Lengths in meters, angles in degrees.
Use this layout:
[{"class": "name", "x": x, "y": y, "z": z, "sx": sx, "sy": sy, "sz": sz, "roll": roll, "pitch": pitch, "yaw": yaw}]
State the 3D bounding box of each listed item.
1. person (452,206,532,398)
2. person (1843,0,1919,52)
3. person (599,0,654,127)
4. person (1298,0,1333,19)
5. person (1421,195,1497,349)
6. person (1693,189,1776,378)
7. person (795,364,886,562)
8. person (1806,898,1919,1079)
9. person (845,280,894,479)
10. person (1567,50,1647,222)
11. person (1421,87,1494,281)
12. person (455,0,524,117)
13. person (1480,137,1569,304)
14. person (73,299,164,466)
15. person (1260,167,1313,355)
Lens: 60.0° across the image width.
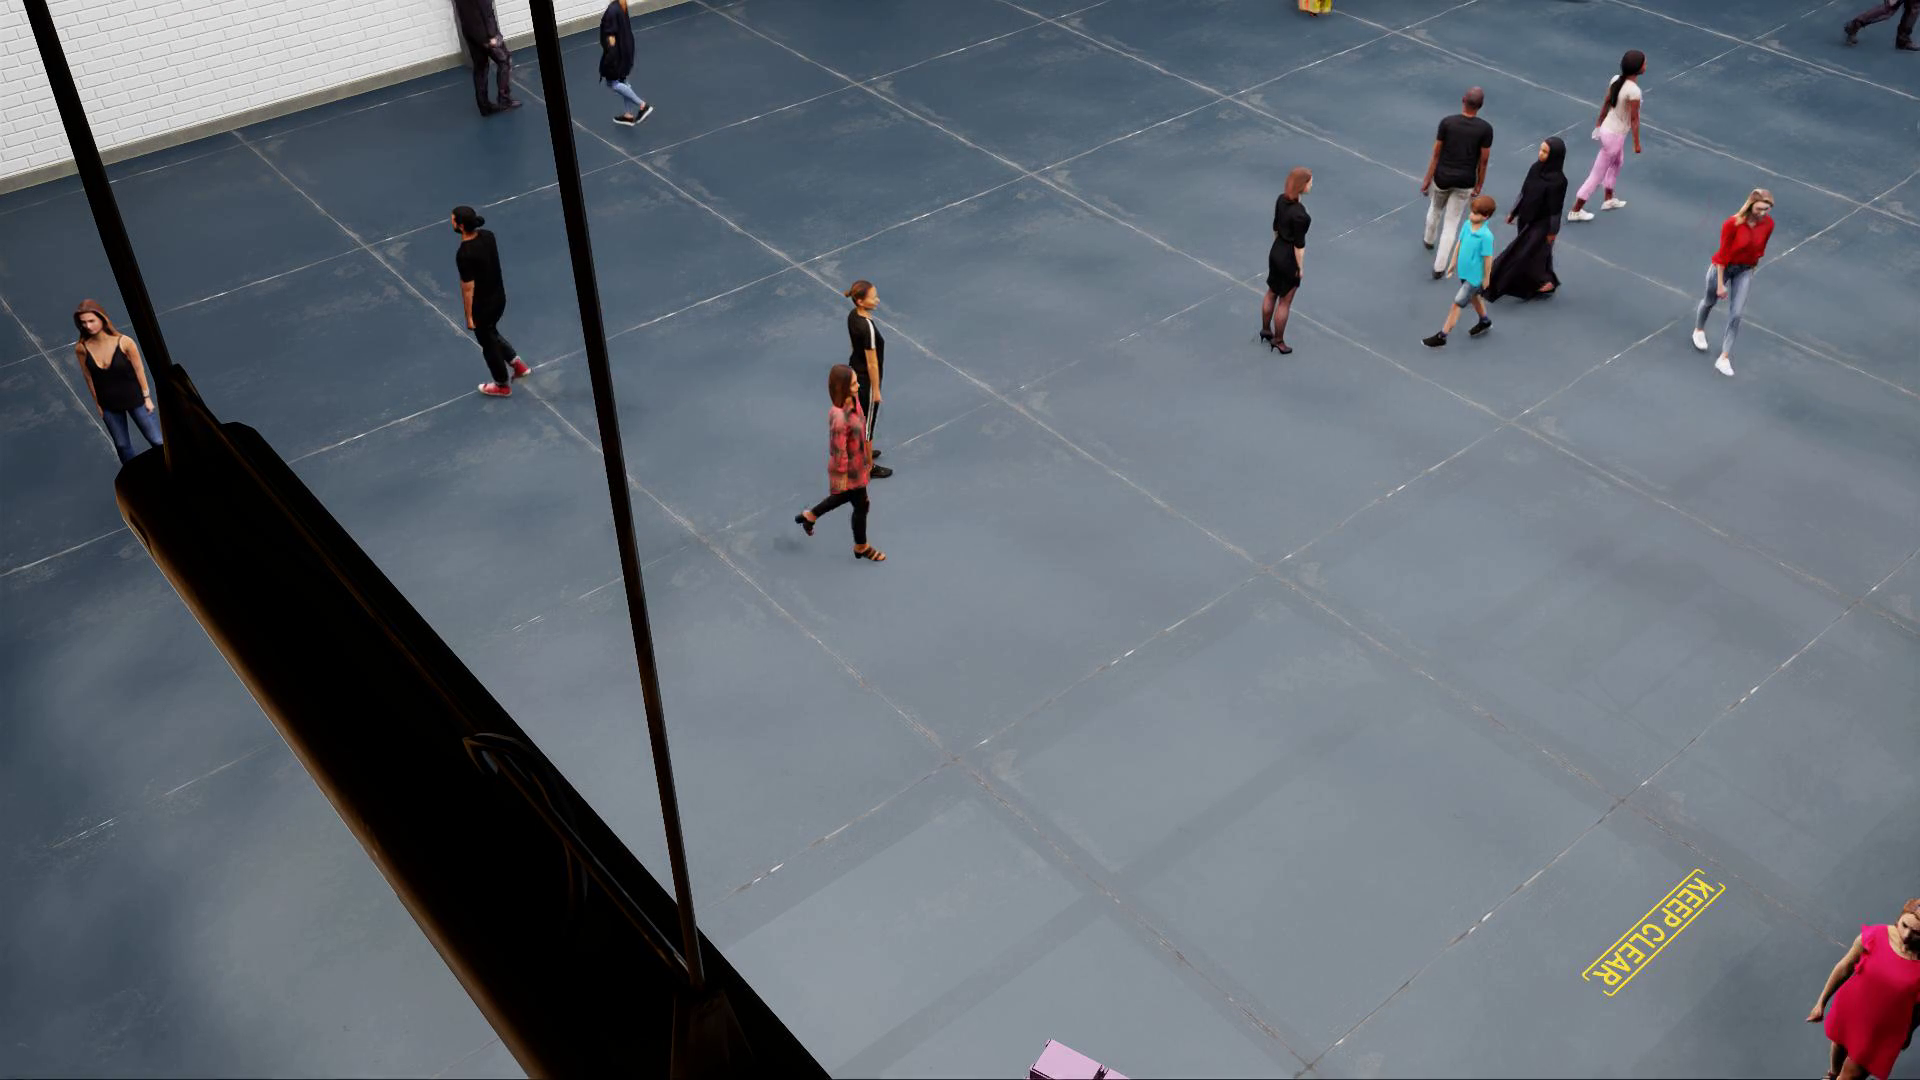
[{"class": "person", "x": -3.815, "y": -1.933, "z": 13.614, "sx": 0.876, "sy": 1.752, "sz": 0.810, "roll": 9, "pitch": 39, "yaw": 11}, {"class": "person", "x": 11.004, "y": -6.602, "z": 19.409, "sx": 1.002, "sy": 1.817, "sz": 1.170, "roll": 17, "pitch": 42, "yaw": 20}, {"class": "person", "x": -3.556, "y": -5.199, "z": 17.767, "sx": 0.903, "sy": 1.672, "sz": 0.849, "roll": 7, "pitch": 39, "yaw": 9}, {"class": "person", "x": 4.438, "y": -7.295, "z": 20.417, "sx": 1.108, "sy": 1.641, "sz": 1.090, "roll": -8, "pitch": 39, "yaw": -10}, {"class": "person", "x": 4.488, "y": -2.330, "z": 14.382, "sx": 1.042, "sy": 1.413, "sz": 0.773, "roll": -12, "pitch": 40, "yaw": -15}, {"class": "person", "x": 6.523, "y": -2.296, "z": 14.147, "sx": 0.994, "sy": 1.652, "sz": 1.046, "roll": 2, "pitch": 39, "yaw": 2}, {"class": "person", "x": -0.867, "y": -0.546, "z": 11.928, "sx": 0.993, "sy": 1.687, "sz": 0.949, "roll": 5, "pitch": 39, "yaw": 7}, {"class": "person", "x": 4.604, "y": 2.319, "z": 8.326, "sx": 0.790, "sy": 1.705, "sz": 0.599, "roll": -30, "pitch": 47, "yaw": -32}, {"class": "person", "x": -0.741, "y": -1.248, "z": 12.823, "sx": 0.621, "sy": 1.668, "sz": 0.642, "roll": -12, "pitch": 40, "yaw": -15}, {"class": "person", "x": 6.221, "y": -3.876, "z": 16.075, "sx": 1.001, "sy": 1.717, "sz": 0.875, "roll": -3, "pitch": 39, "yaw": -4}, {"class": "person", "x": 4.500, "y": -3.212, "z": 15.199, "sx": 0.999, "sy": 1.772, "sz": 1.168, "roll": 13, "pitch": 40, "yaw": 16}, {"class": "person", "x": -5.257, "y": -5.458, "z": 17.975, "sx": 0.802, "sy": 1.817, "sz": 0.776, "roll": 28, "pitch": 46, "yaw": 30}, {"class": "person", "x": 5.242, "y": -2.859, "z": 14.894, "sx": 1.223, "sy": 1.601, "sz": 0.981, "roll": -7, "pitch": 39, "yaw": -9}, {"class": "person", "x": -6.306, "y": -1.055, "z": 12.537, "sx": 0.606, "sy": 1.723, "sz": 0.725, "roll": -9, "pitch": 39, "yaw": -11}, {"class": "person", "x": 2.784, "y": -2.390, "z": 14.223, "sx": 0.614, "sy": 1.705, "sz": 0.649, "roll": -13, "pitch": 40, "yaw": -15}]
